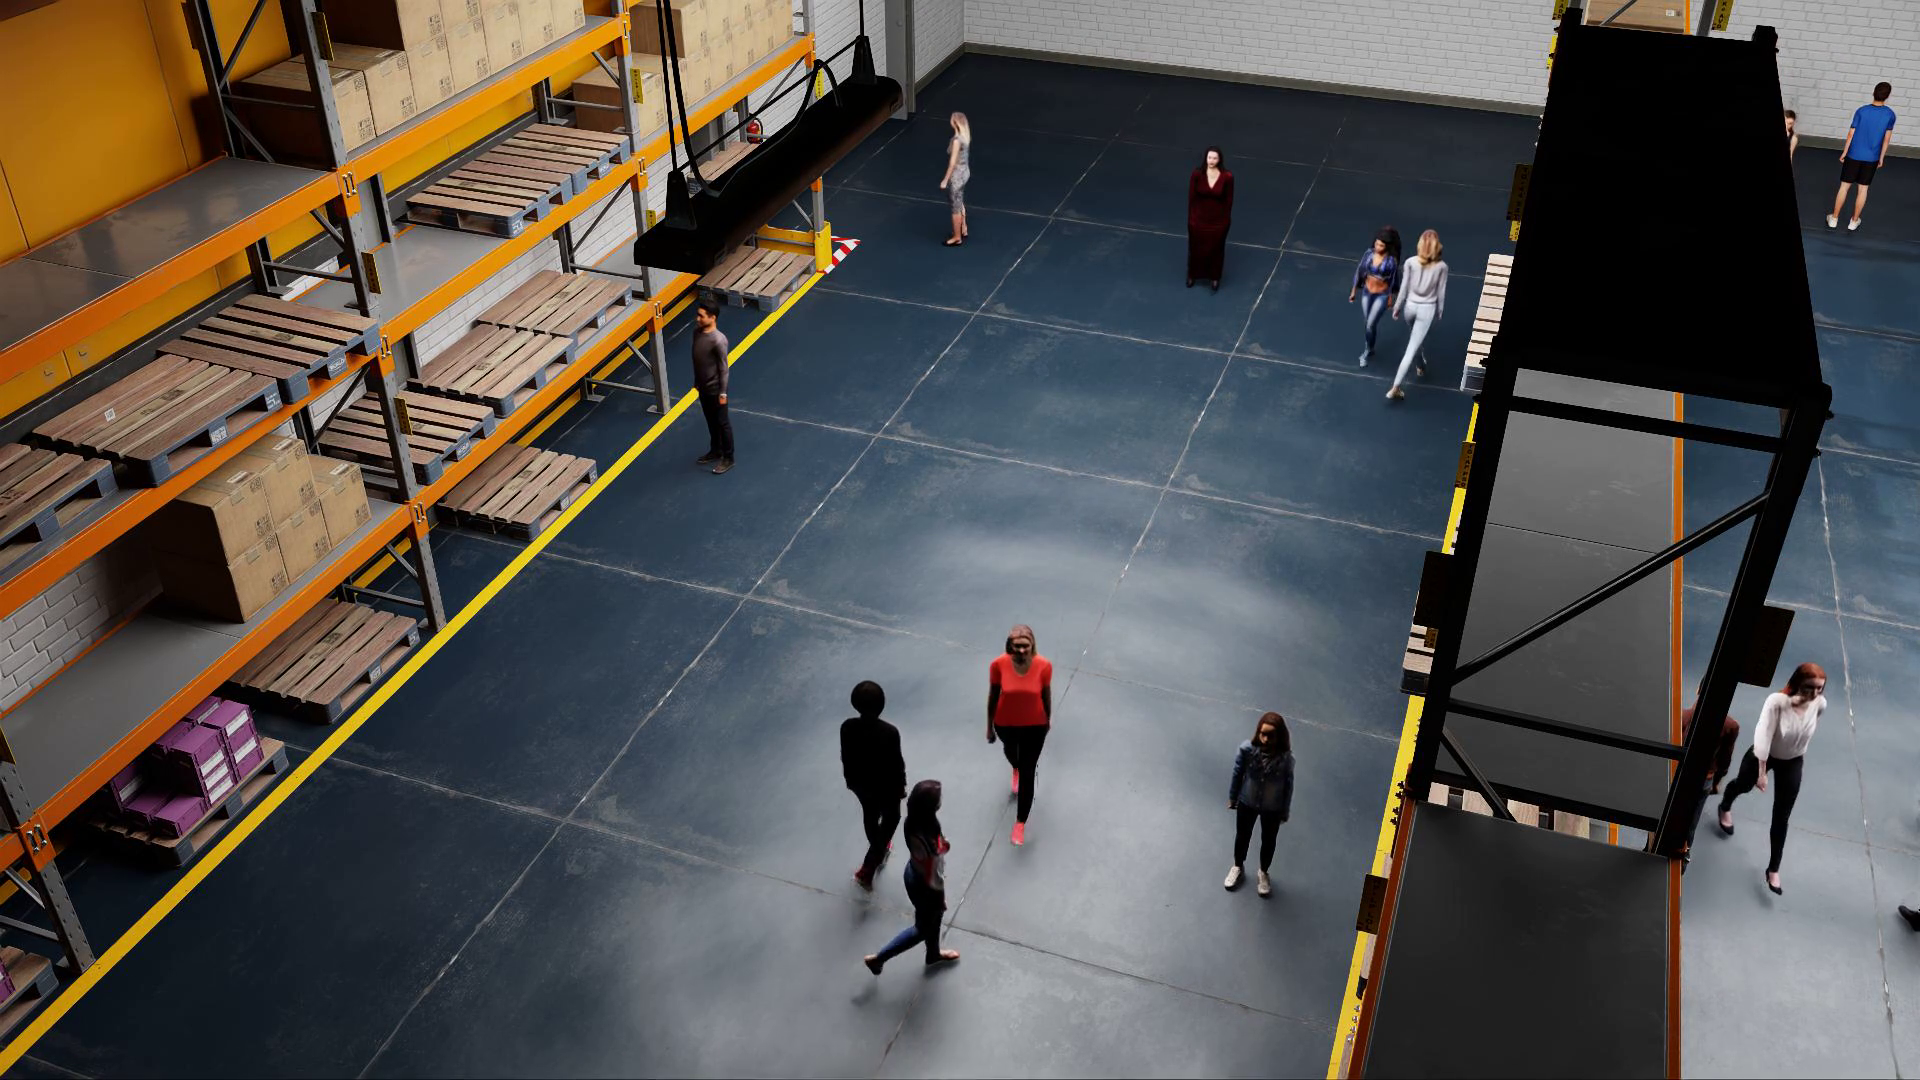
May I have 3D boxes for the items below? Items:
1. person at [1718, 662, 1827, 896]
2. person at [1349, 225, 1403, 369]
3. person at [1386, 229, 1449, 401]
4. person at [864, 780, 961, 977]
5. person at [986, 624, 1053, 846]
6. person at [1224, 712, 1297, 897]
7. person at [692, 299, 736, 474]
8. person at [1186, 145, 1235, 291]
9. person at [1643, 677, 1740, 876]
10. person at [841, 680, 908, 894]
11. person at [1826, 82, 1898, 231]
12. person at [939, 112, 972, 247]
[{"bbox_3d":[5.564,1.499,11.484,0.873,1.706,1.204,0,34,0],"label":"person"},{"bbox_3d":[4.486,-2.622,17.773,0.786,1.607,0.768,-25,41,-32],"label":"person"},{"bbox_3d":[4.691,-2.270,17.129,0.736,1.734,1.246,18,38,25],"label":"person"},{"bbox_3d":[-0.297,2.196,10.539,0.984,1.593,0.961,-11,35,-16],"label":"person"},{"bbox_3d":[0.428,1.266,11.892,0.793,1.643,1.200,3,34,5],"label":"person"},{"bbox_3d":[2.042,1.773,11.279,0.576,1.477,0.506,10,35,14],"label":"person"},{"bbox_3d":[-2.355,-1.484,15.915,0.719,1.769,0.704,25,41,33],"label":"person"},{"bbox_3d":[2.901,-3.753,19.341,0.696,1.756,0.654,7,34,10],"label":"person"},{"bbox_3d":[4.907,1.621,11.233,0.666,1.782,0.555,8,34,11],"label":"person"},{"bbox_3d":[-0.596,1.687,11.246,0.589,1.657,0.884,11,35,16],"label":"person"},{"bbox_3d":[11.331,-4.832,20.865,0.648,1.866,0.571,13,36,19],"label":"person"},{"bbox_3d":[0.037,-4.405,20.373,0.666,1.699,0.500,10,35,14],"label":"person"}]
